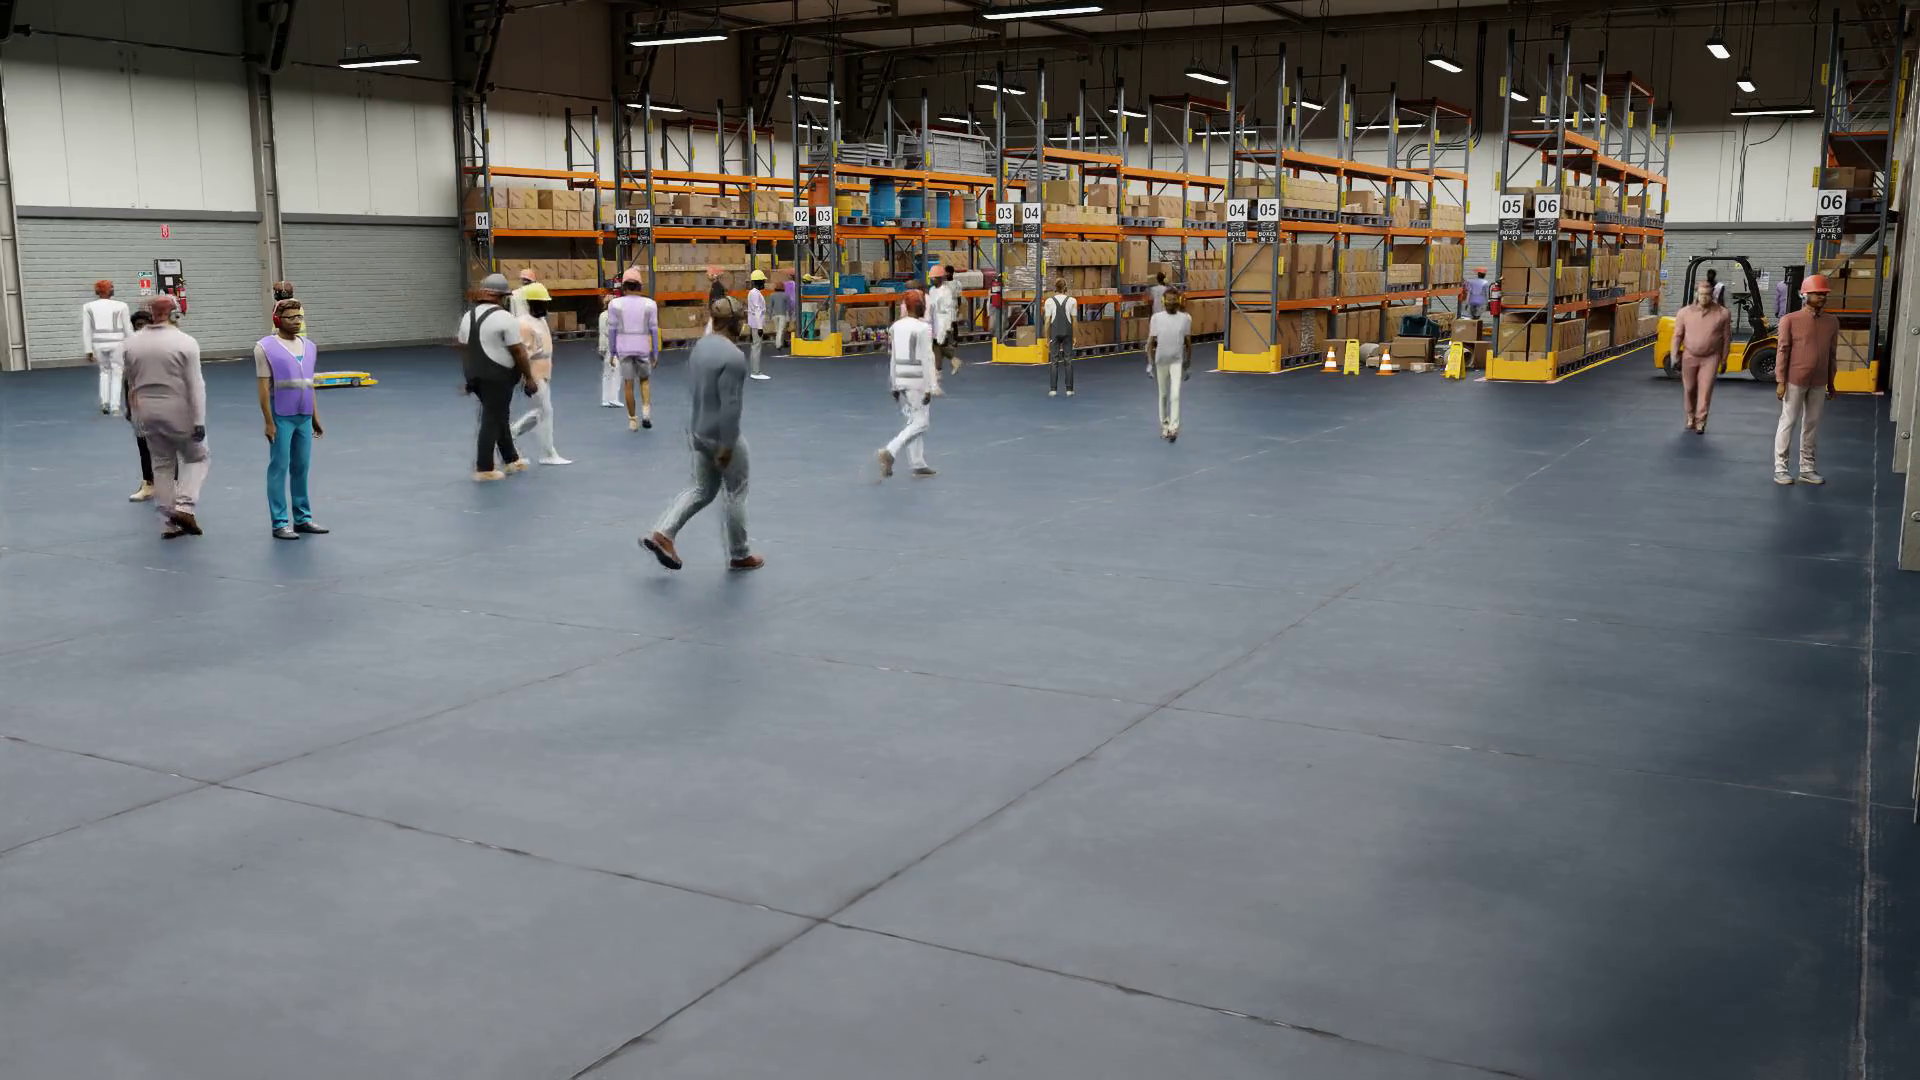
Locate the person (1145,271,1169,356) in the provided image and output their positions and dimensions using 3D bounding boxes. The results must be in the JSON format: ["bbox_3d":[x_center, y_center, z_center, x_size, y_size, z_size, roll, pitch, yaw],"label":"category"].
[{"bbox_3d":[4.276,-4.838,35.731,0.517,1.853,0.694,8,12,38],"label":"person"}]

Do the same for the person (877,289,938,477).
[{"bbox_3d":[-0.512,-1.505,16.192,0.742,1.866,0.582,-8,12,-39],"label":"person"}]

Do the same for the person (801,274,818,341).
[{"bbox_3d":[-3.498,-5.212,38.161,0.525,1.769,0.315,4,11,23],"label":"person"}]

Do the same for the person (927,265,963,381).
[{"bbox_3d":[-0.288,-3.761,28.914,0.688,2.024,0.627,-5,11,-26],"label":"person"}]

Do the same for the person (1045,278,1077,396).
[{"bbox_3d":[1.568,-3.146,25.853,0.504,1.839,0.344,0,10,3],"label":"person"}]

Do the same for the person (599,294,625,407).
[{"bbox_3d":[-4.947,-2.705,23.871,0.525,1.617,0.547,1,10,7],"label":"person"}]

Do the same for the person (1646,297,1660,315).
[{"bbox_3d":[18.195,-6.083,43.695,0.407,1.612,0.558,5,11,26],"label":"person"}]

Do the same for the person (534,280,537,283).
[{"bbox_3d":[-10.342,-5.486,40.296,0.865,1.584,0.506,-8,12,-39],"label":"person"}]

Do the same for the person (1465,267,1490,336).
[{"bbox_3d":[13.574,-6.189,43.559,0.581,1.878,1.011,8,12,38],"label":"person"}]

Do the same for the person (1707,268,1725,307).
[{"bbox_3d":[17.410,-5.336,38.526,0.827,1.896,0.596,-9,13,-42],"label":"person"}]

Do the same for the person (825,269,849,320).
[{"bbox_3d":[-3.129,-5.999,42.531,0.517,1.842,0.717,5,11,26],"label":"person"}]

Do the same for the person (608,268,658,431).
[{"bbox_3d":[-4.063,-2.352,20.676,0.605,2.029,0.419,-3,10,-16],"label":"person"}]

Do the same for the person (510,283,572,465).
[{"bbox_3d":[-4.471,-1.724,17.336,0.744,1.907,0.591,1,10,4],"label":"person"}]

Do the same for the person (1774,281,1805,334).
[{"bbox_3d":[18.699,-5.162,37.455,0.403,1.906,0.652,-9,13,-42],"label":"person"}]

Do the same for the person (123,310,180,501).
[{"bbox_3d":[-7.171,-1.177,14.728,0.541,1.699,0.315,2,10,14],"label":"person"}]

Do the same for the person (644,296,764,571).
[{"bbox_3d":[-1.740,-0.704,11.343,0.794,1.916,0.639,-8,12,-39],"label":"person"}]

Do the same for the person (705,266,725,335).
[{"bbox_3d":[-5.069,-4.548,33.681,0.905,1.960,0.647,-4,10,-21],"label":"person"}]

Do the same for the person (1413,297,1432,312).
[{"bbox_3d":[13.016,-6.632,46.878,0.516,1.614,0.623,7,12,35],"label":"person"}]

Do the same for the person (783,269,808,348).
[{"bbox_3d":[-3.980,-5.541,39.770,0.554,1.885,0.986,4,11,23],"label":"person"}]

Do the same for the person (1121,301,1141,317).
[{"bbox_3d":[4.460,-5.961,43.025,0.496,1.604,0.805,5,11,26],"label":"person"}]

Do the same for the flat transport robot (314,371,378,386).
[{"bbox_3d":[-10.501,-2.669,27.633,0.652,0.197,1.431,9,13,42],"label":"flat transport robot"}]

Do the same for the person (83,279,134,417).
[{"bbox_3d":[-11.535,-2.608,22.618,0.582,1.866,0.501,-1,10,-6],"label":"person"}]

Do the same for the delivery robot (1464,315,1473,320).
[{"bbox_3d":[13.855,-5.918,45.555,0.707,0.478,0.477,-2,10,-9],"label":"delivery robot"}]

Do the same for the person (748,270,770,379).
[{"bbox_3d":[-3.575,-3.810,29.471,0.360,1.930,0.588,-2,10,-13],"label":"person"}]

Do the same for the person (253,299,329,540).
[{"bbox_3d":[-5.201,-0.939,12.903,0.392,1.847,0.563,4,10,22],"label":"person"}]

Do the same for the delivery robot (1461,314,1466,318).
[{"bbox_3d":[13.972,-6.018,46.141,0.477,0.478,0.707,-1,10,-7],"label":"delivery robot"}]

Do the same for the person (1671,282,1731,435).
[{"bbox_3d":[9.186,-2.269,20.651,0.654,1.871,0.937,5,11,26],"label":"person"}]

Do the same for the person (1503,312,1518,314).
[{"bbox_3d":[14.712,-6.345,44.381,0.591,1.908,0.545,9,13,44],"label":"person"}]

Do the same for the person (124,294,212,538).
[{"bbox_3d":[-6.078,-0.948,12.855,0.644,1.887,0.436,1,10,8],"label":"person"}]

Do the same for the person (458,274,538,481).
[{"bbox_3d":[-4.465,-1.617,16.306,0.696,2.000,0.907,8,12,38],"label":"person"}]

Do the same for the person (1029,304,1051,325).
[{"bbox_3d":[1.874,-5.207,37.660,0.632,1.933,0.367,0,10,1],"label":"person"}]

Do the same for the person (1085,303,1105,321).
[{"bbox_3d":[3.276,-5.603,40.447,0.522,1.768,0.313,4,10,20],"label":"person"}]

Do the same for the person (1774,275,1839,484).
[{"bbox_3d":[8.098,-1.529,15.916,0.618,1.997,0.373,-1,10,-8],"label":"person"}]

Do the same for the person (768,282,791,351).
[{"bbox_3d":[-4.128,-5.136,38.235,0.492,1.581,0.842,3,10,17],"label":"person"}]

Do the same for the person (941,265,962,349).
[{"bbox_3d":[-0.241,-5.468,39.077,0.604,1.964,0.367,6,11,31],"label":"person"}]

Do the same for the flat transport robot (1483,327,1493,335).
[{"bbox_3d":[14.860,-5.756,45.634,0.652,0.197,1.431,9,15,39],"label":"flat transport robot"}]

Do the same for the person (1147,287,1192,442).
[{"bbox_3d":[2.475,-2.068,19.620,0.505,1.814,1.015,2,10,10],"label":"person"}]

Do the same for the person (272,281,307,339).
[{"bbox_3d":[-9.161,-2.608,22.735,0.430,1.838,0.632,-1,10,-7],"label":"person"}]

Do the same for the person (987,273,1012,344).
[{"bbox_3d":[0.882,-5.084,37.236,0.625,1.819,0.413,4,10,22],"label":"person"}]

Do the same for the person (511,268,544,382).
[{"bbox_3d":[-7.360,-3.612,28.201,0.623,1.973,0.773,3,10,15],"label":"person"}]

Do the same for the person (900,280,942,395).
[{"bbox_3d":[-0.617,-3.149,25.979,0.772,1.813,0.432,-7,12,-36],"label":"person"}]
